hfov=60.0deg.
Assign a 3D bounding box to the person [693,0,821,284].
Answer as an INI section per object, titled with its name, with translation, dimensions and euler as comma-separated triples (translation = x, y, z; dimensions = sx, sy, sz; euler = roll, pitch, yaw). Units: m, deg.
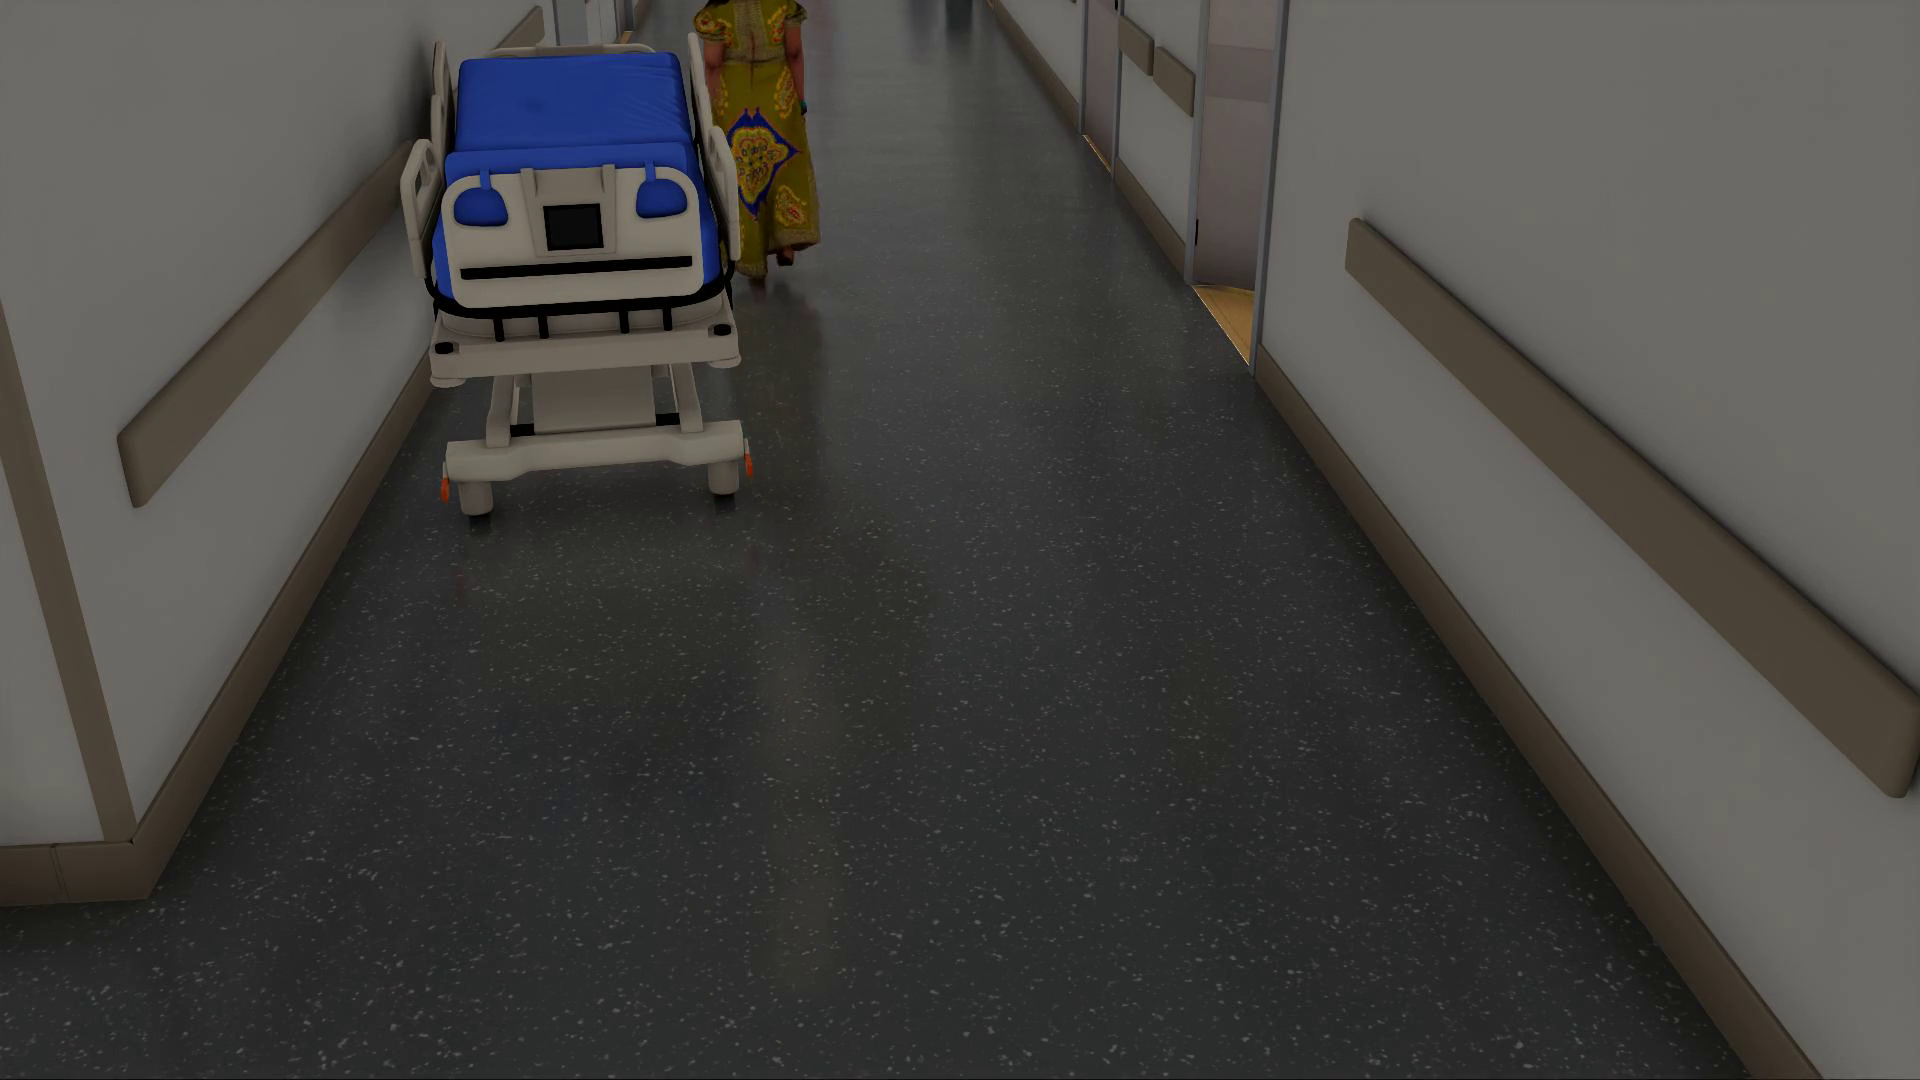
[person]
translation = -0.957, -2.025, 7.961
dimensions = 0.829, 1.651, 0.870
euler = -8, 27, -16
